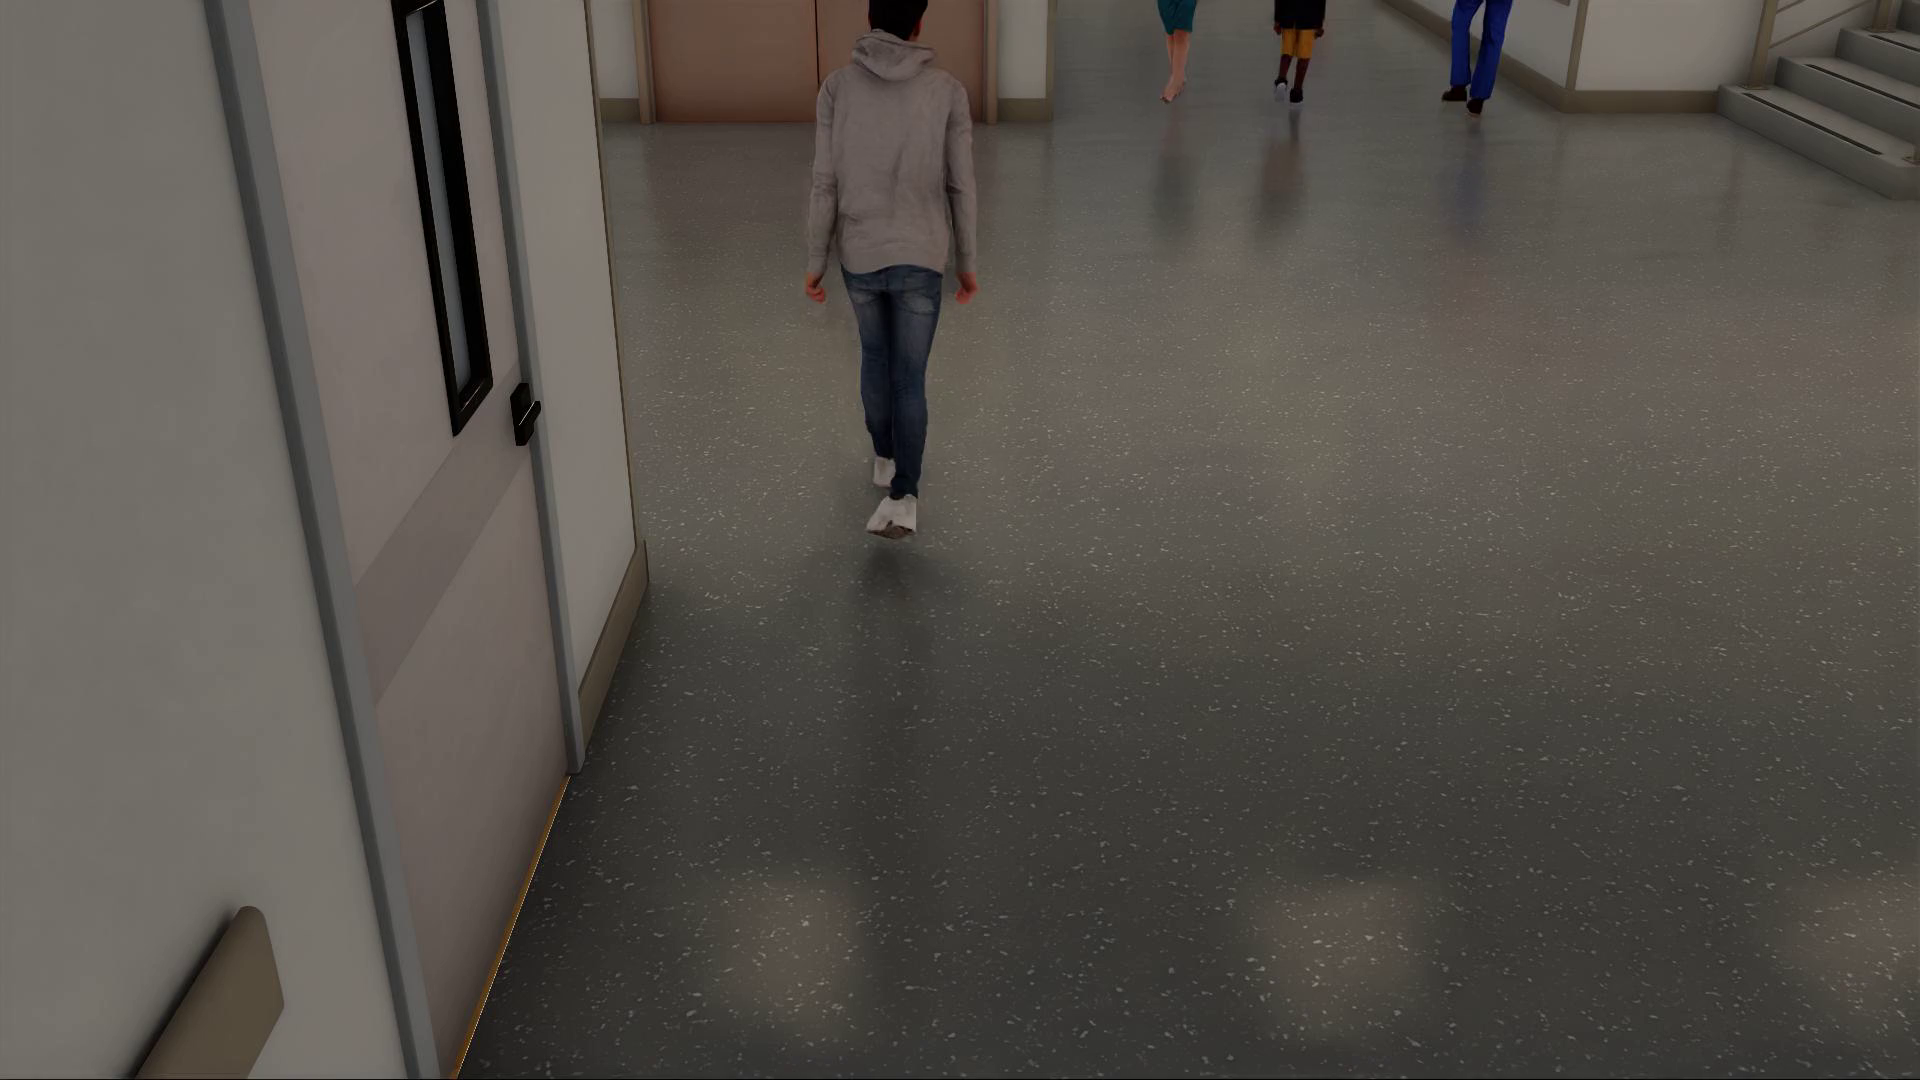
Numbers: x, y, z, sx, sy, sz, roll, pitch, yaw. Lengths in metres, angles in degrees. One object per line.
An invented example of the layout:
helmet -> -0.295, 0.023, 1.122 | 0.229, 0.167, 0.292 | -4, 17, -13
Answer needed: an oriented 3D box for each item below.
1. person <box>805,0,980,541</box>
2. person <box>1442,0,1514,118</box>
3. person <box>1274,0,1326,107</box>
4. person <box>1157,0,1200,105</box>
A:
person -> -0.239, -0.865, 5.437 | 1.186, 1.803, 0.847 | 0, 26, 0
person -> 3.759, -3.936, 11.749 | 0.635, 1.851, 0.790 | 1, 26, 2
person -> 2.476, -3.818, 12.185 | 0.678, 1.260, 0.705 | 10, 28, 21
person -> 1.620, -4.059, 12.237 | 1.001, 1.650, 0.885 | 12, 28, 23
